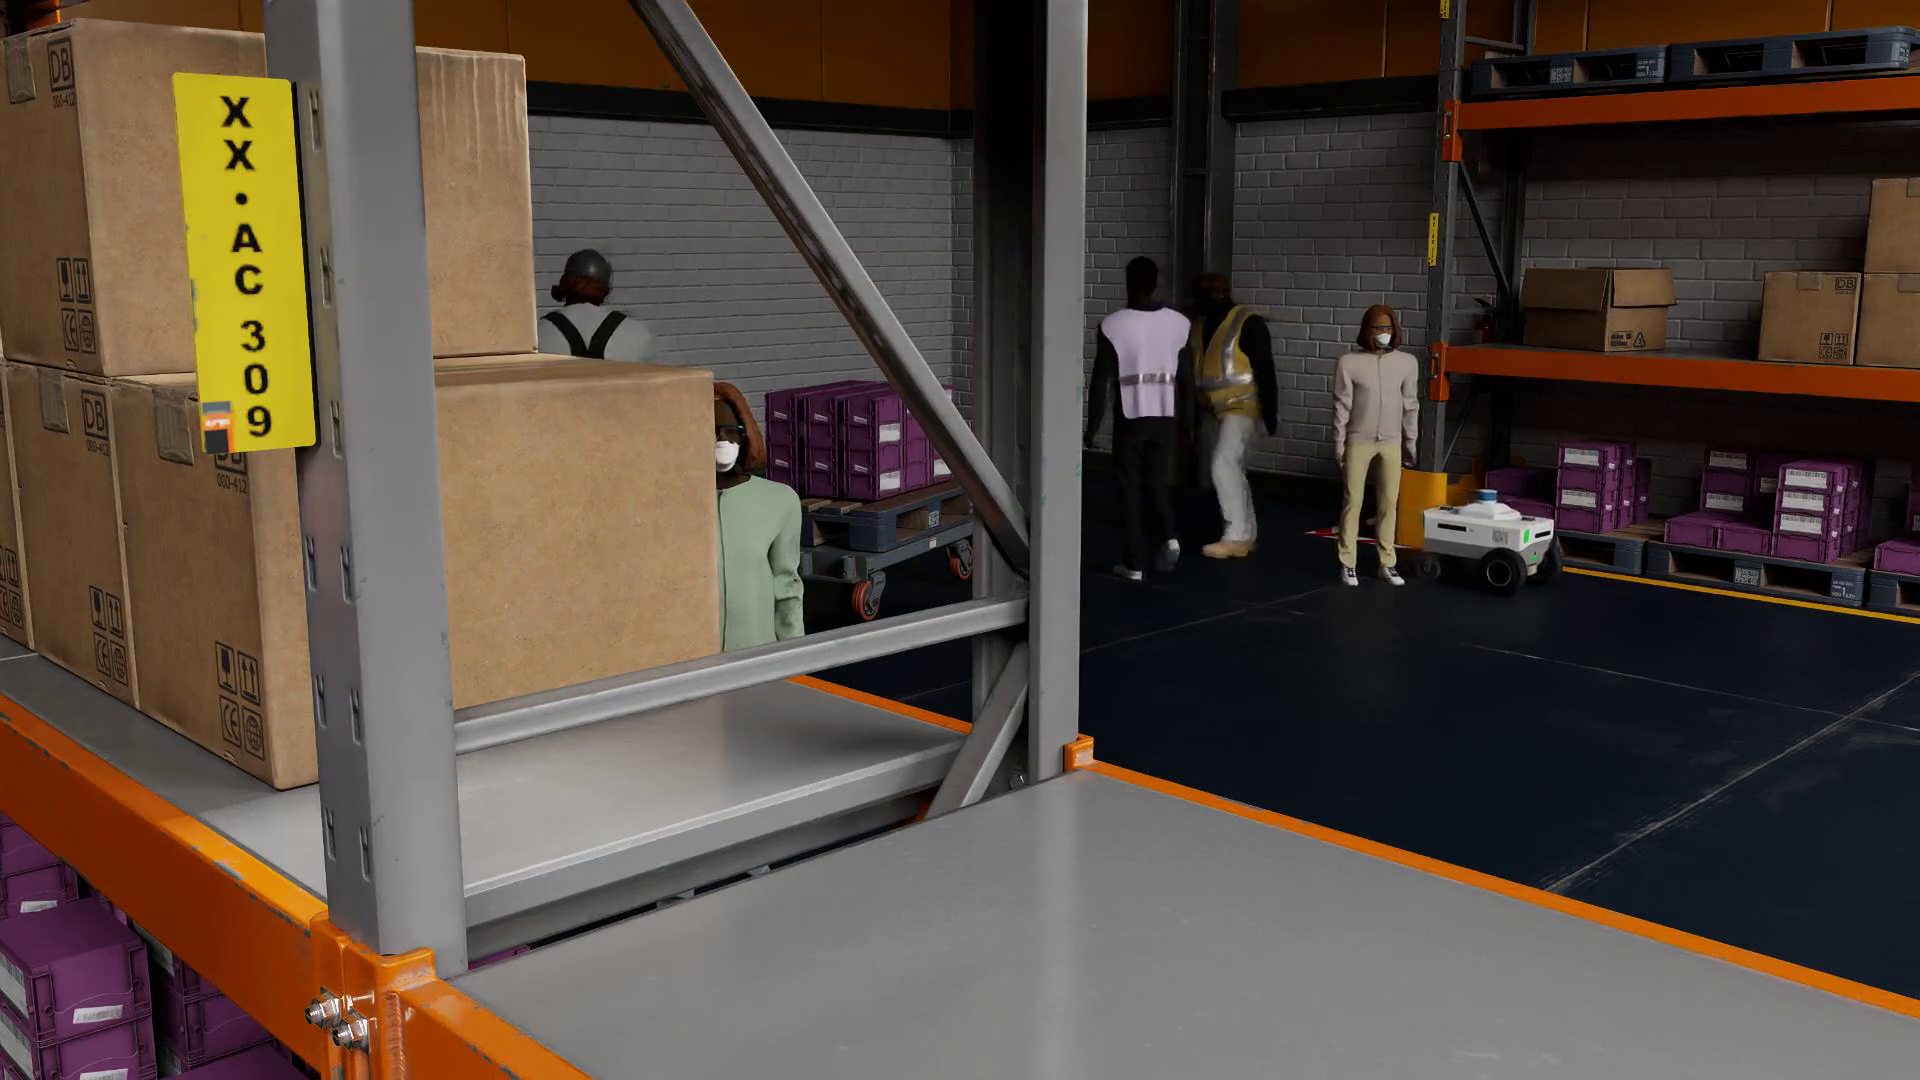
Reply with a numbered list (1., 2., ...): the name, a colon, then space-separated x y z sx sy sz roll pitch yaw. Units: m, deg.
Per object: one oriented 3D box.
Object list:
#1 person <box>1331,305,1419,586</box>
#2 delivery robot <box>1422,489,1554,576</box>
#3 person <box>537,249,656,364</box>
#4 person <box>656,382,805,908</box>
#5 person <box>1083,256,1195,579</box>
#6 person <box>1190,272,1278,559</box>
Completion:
1. person: 2.393 -0.541 9.619 0.503 1.631 0.272 -1 10 -6
2. delivery robot: 3.037 -0.048 9.607 0.477 0.478 0.707 -10 14 -42
3. person: -1.838 -0.493 8.231 0.696 2.000 0.953 -3 11 -17
4. person: -0.658 0.379 4.585 0.499 1.634 0.280 -5 11 -23
5. person: 1.071 -0.708 9.799 0.610 1.900 0.452 -5 11 -23
6. person: 1.660 -0.775 10.480 0.593 1.794 0.708 -5 11 -25
